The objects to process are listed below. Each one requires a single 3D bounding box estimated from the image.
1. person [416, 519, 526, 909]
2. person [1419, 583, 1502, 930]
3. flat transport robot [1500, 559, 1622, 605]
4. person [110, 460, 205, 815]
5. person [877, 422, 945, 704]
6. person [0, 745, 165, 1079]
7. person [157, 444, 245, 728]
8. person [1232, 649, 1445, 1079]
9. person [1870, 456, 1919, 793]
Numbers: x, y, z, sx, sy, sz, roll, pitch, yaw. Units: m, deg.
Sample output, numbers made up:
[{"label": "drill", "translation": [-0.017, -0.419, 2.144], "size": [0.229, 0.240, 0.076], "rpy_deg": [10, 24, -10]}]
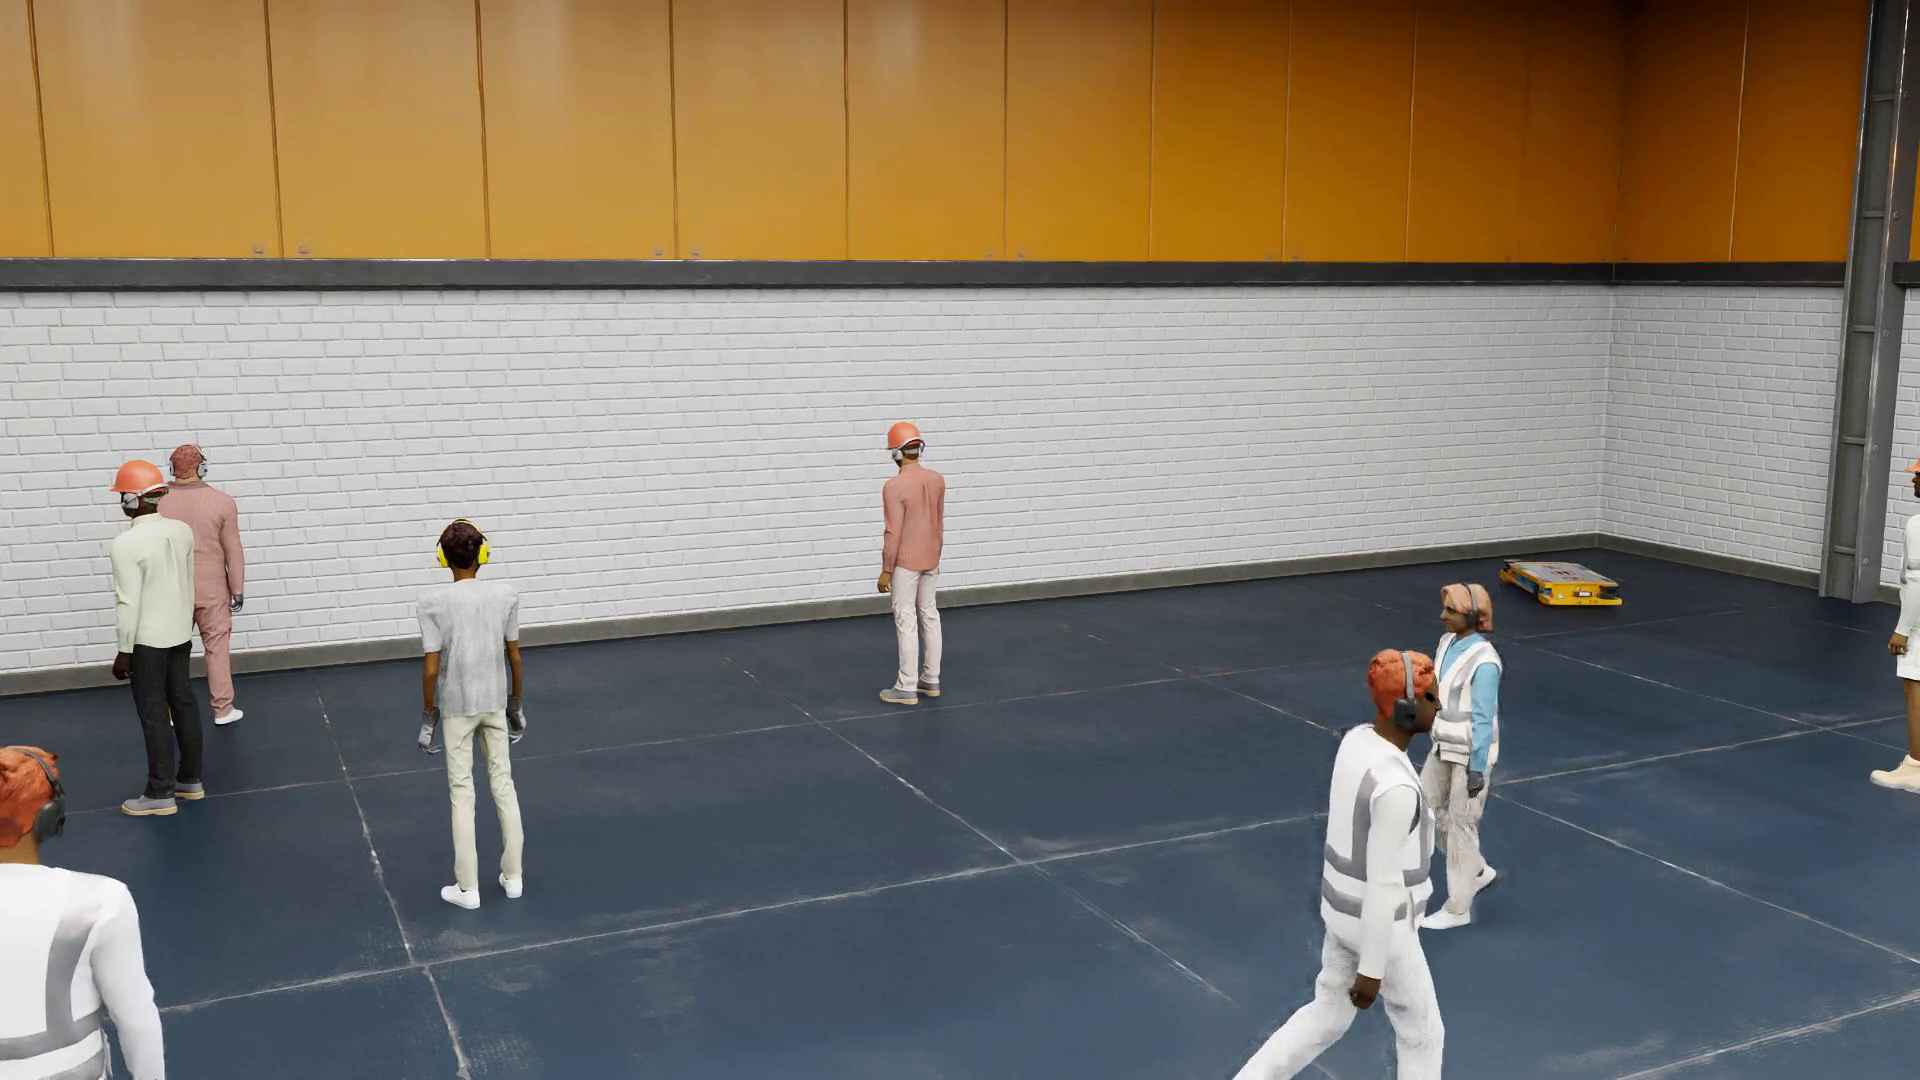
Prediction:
[{"label": "person", "translation": [-2.340, 0.831, 7.967], "size": [0.516, 1.863, 0.325], "rpy_deg": [-7, 11, -35]}, {"label": "person", "translation": [2.290, 0.995, 7.644], "size": [0.366, 1.627, 0.534], "rpy_deg": [-1, 9, -7]}, {"label": "flat transport robot", "translation": [5.624, 0.389, 15.629], "size": [0.652, 0.197, 1.431], "rpy_deg": [0, 9, 0]}, {"label": "person", "translation": [-4.525, 0.543, 9.340], "size": [0.377, 1.995, 0.608], "rpy_deg": [2, 9, 10]}, {"label": "person", "translation": [-0.355, 0.161, 11.739], "size": [0.392, 1.985, 0.609], "rpy_deg": [7, 12, 38]}, {"label": "person", "translation": [-2.338, 1.433, 4.171], "size": [0.627, 1.880, 0.390], "rpy_deg": [-2, 9, -12]}, {"label": "person", "translation": [-5.101, 0.308, 11.108], "size": [0.644, 1.903, 0.401], "rpy_deg": [-1, 9, -9]}, {"label": "person", "translation": [1.261, 1.253, 5.435], "size": [0.908, 1.851, 0.578], "rpy_deg": [-1, 9, -6]}, {"label": "person", "translation": [5.658, 0.454, 9.728], "size": [0.615, 2.047, 0.356], "rpy_deg": [-6, 11, -31]}]
